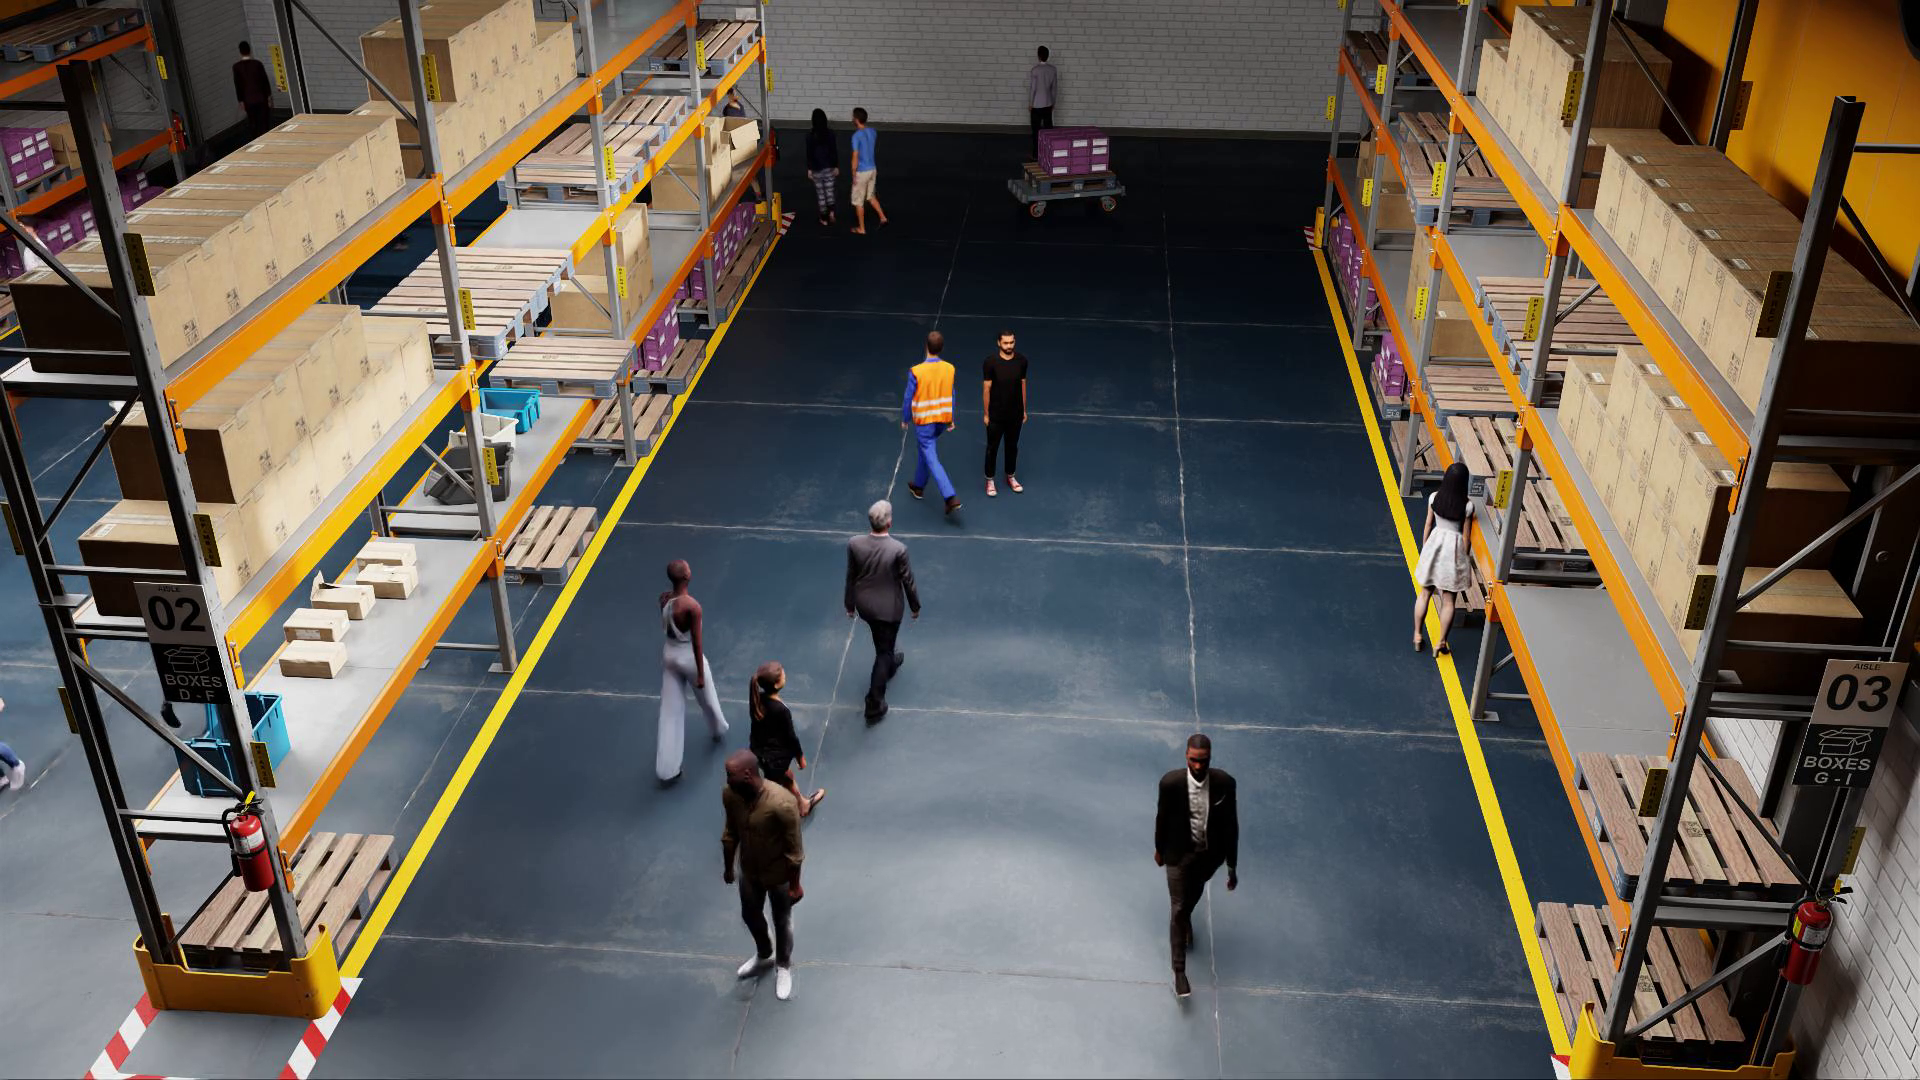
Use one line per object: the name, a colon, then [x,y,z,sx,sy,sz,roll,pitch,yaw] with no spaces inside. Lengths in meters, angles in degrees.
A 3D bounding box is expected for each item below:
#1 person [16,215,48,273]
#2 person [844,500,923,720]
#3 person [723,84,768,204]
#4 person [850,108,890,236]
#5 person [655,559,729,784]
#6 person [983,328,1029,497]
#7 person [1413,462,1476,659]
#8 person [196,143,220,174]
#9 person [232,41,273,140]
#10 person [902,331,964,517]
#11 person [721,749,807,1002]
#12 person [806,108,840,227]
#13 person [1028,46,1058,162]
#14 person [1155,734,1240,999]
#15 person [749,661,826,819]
person: [-10.762,-2.955,19.715,0.898,1.849,0.828,-16,32,-27]
person: [-0.658,0.579,13.300,1.001,1.788,1.303,11,30,19]
person: [-3.497,-6.016,25.365,0.998,1.811,1.171,12,31,21]
person: [-1.306,-5.295,24.002,0.972,1.852,0.949,22,35,34]
person: [-2.127,1.029,12.544,0.922,1.723,1.168,21,35,33]
person: [0.447,-1.313,16.801,0.707,1.758,0.700,-9,30,-16]
person: [4.104,0.163,14.082,0.778,1.769,0.805,19,34,31]
person: [-10.200,-4.569,22.842,0.683,1.687,0.956,-2,29,-4]
person: [-11.762,-7.344,27.769,0.938,1.842,1.120,-9,30,-16]
person: [-0.252,-1.102,16.352,1.149,1.817,1.286,-19,34,-30]
person: [-1.207,2.089,10.513,0.831,1.806,0.735,4,29,8]
person: [-1.987,-5.444,24.407,0.760,1.725,0.812,-11,30,-19]
person: [1.361,-7.234,27.562,0.756,1.848,0.783,-17,33,-28]
person: [1.508,1.979,10.770,0.765,1.753,1.179,-1,29,-3]
person: [-1.382,1.576,11.755,1.053,1.517,0.958,-25,37,-38]
